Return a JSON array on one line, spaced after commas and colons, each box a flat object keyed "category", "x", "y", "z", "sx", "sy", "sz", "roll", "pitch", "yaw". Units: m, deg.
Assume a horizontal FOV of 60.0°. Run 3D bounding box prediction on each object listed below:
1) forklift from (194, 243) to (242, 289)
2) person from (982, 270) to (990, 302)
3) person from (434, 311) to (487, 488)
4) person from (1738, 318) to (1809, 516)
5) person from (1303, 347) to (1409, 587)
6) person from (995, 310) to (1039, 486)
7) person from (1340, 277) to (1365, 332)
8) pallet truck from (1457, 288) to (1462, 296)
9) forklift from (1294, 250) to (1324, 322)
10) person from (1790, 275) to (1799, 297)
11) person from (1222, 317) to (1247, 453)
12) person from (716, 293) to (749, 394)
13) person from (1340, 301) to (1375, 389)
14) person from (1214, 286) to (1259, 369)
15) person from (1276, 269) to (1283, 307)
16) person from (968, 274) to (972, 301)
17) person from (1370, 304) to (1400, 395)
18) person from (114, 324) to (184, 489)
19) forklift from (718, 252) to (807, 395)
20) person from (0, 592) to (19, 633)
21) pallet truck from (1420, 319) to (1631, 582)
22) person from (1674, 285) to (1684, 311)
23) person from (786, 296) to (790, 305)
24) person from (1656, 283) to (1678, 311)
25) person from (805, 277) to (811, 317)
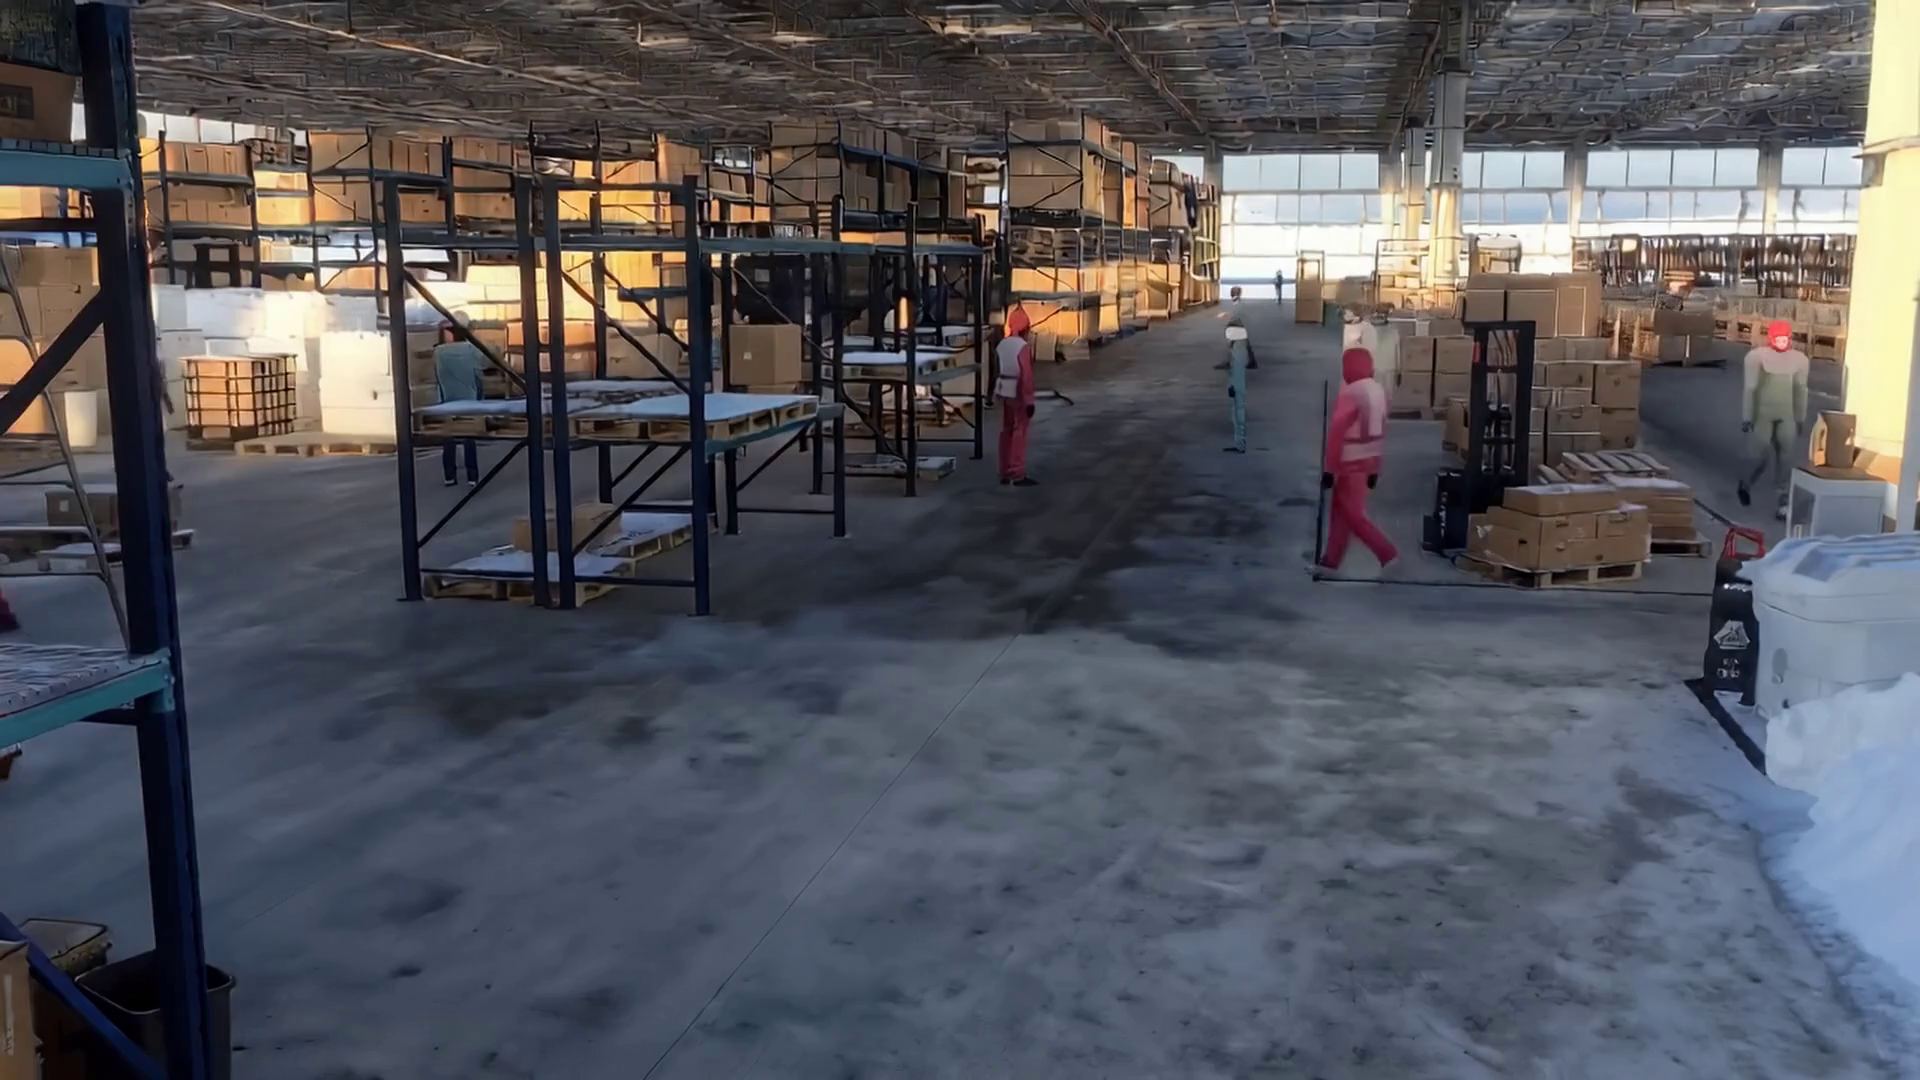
[{"category": "forklift", "x": -15.834, "y": -4.983, "z": 35.715, "sx": 1.129, "sy": 2.768, "sz": 1.873, "roll": 2, "pitch": 10, "yaw": 12}, {"category": "person", "x": 1.362, "y": -14.437, "z": 94.606, "sx": 0.969, "sy": 1.890, "sz": 0.630, "roll": 2, "pitch": 10, "yaw": 13}, {"category": "person", "x": -5.427, "y": -1.529, "z": 18.125, "sx": 0.585, "sy": 1.918, "sz": 0.409, "roll": 3, "pitch": 10, "yaw": 15}, {"category": "person", "x": 7.870, "y": -1.193, "z": 16.114, "sx": 0.667, "sy": 1.917, "sz": 0.654, "roll": -1, "pitch": 10, "yaw": -6}, {"category": "person", "x": 3.038, "y": -0.554, "z": 12.634, "sx": 0.841, "sy": 1.820, "sz": 0.621, "roll": 6, "pitch": 11, "yaw": 32}, {"category": "person", "x": 0.605, "y": -1.543, "z": 18.191, "sx": 0.392, "sy": 1.919, "sz": 0.591, "roll": -5, "pitch": 11, "yaw": -29}, {"category": "person", "x": 13.481, "y": -7.990, "z": 56.523, "sx": 0.927, "sy": 1.871, "sz": 0.643, "roll": 5, "pitch": 11, "yaw": 25}, {"category": "pallet truck", "x": 20.506, "y": -9.785, "z": 68.819, "sx": 0.653, "sy": 1.274, "sz": 1.630, "roll": 2, "pitch": 10, "yaw": 12}, {"category": "forklift", "x": 13.778, "y": -10.002, "z": 65.433, "sx": 1.129, "sy": 2.768, "sz": 1.873, "roll": 2, "pitch": 10, "yaw": 12}, {"category": "person", "x": 40.552, "y": -12.075, "z": 80.905, "sx": 0.670, "sy": 1.794, "sz": 0.809, "roll": -3, "pitch": 10, "yaw": -19}, {"category": "person", "x": 3.515, "y": -1.981, "z": 21.299, "sx": 0.321, "sy": 1.742, "sz": 0.492, "roll": 3, "pitch": 10, "yaw": 18}, {"category": "person", "x": -3.645, "y": -2.984, "z": 26.599, "sx": 0.607, "sy": 1.958, "sz": 0.398, "roll": -9, "pitch": 13, "yaw": -42}, {"category": "person", "x": 5.197, "y": -2.173, "z": 21.876, "sx": 0.370, "sy": 1.934, "sz": 0.627, "roll": -3, "pitch": 10, "yaw": -18}, {"category": "person", "x": 6.264, "y": -4.763, "z": 37.359, "sx": 0.987, "sy": 1.897, "sz": 0.560, "roll": 2, "pitch": 10, "yaw": 10}, {"category": "person", "x": 16.699, "y": -13.216, "z": 87.138, "sx": 0.416, "sy": 1.986, "sz": 0.609, "roll": 1, "pitch": 10, "yaw": 8}, {"category": "person", "x": 0.661, "y": -12.356, "z": 82.505, "sx": 0.606, "sy": 1.820, "sz": 0.589, "roll": 3, "pitch": 10, "yaw": 16}, {"category": "person", "x": 5.911, "y": -2.398, "z": 23.483, "sx": 0.597, "sy": 1.859, "sz": 0.365, "roll": 6, "pitch": 11, "yaw": 30}, {"category": "person", "x": -8.818, "y": -1.445, "z": 17.933, "sx": 0.804, "sy": 1.820, "sz": 0.514, "roll": 2, "pitch": 10, "yaw": 11}, {"category": "forklift", "x": -3.590, "y": -4.015, "z": 29.984, "sx": 1.129, "sy": 2.768, "sz": 1.873, "roll": 2, "pitch": 10, "yaw": 12}, {"category": "person", "x": -6.758, "y": -0.274, "z": 10.830, "sx": 1.059, "sy": 1.864, "sz": 0.547, "roll": -3, "pitch": 10, "yaw": -16}, {"category": "pallet truck", "x": 4.543, "y": -0.757, "z": 13.299, "sx": 0.823, "sy": 1.965, "sz": 1.885, "roll": -4, "pitch": 10, "yaw": -22}, {"category": "person", "x": 21.533, "y": -6.827, "z": 50.137, "sx": 0.548, "sy": 1.686, "sz": 0.449, "roll": 3, "pitch": 10, "yaw": 16}, {"category": "person", "x": -5.855, "y": -7.565, "z": 54.036, "sx": 0.943, "sy": 1.851, "sz": 0.577, "roll": -6, "pitch": 11, "yaw": -31}, {"category": "person", "x": 20.026, "y": -6.382, "z": 47.146, "sx": 0.591, "sy": 1.809, "sz": 0.688, "roll": 2, "pitch": 10, "yaw": 13}, {"category": "person", "x": -5.576, "y": -8.757, "z": 61.175, "sx": 0.438, "sy": 1.828, "sz": 0.629, "roll": 3, "pitch": 10, "yaw": 15}]
